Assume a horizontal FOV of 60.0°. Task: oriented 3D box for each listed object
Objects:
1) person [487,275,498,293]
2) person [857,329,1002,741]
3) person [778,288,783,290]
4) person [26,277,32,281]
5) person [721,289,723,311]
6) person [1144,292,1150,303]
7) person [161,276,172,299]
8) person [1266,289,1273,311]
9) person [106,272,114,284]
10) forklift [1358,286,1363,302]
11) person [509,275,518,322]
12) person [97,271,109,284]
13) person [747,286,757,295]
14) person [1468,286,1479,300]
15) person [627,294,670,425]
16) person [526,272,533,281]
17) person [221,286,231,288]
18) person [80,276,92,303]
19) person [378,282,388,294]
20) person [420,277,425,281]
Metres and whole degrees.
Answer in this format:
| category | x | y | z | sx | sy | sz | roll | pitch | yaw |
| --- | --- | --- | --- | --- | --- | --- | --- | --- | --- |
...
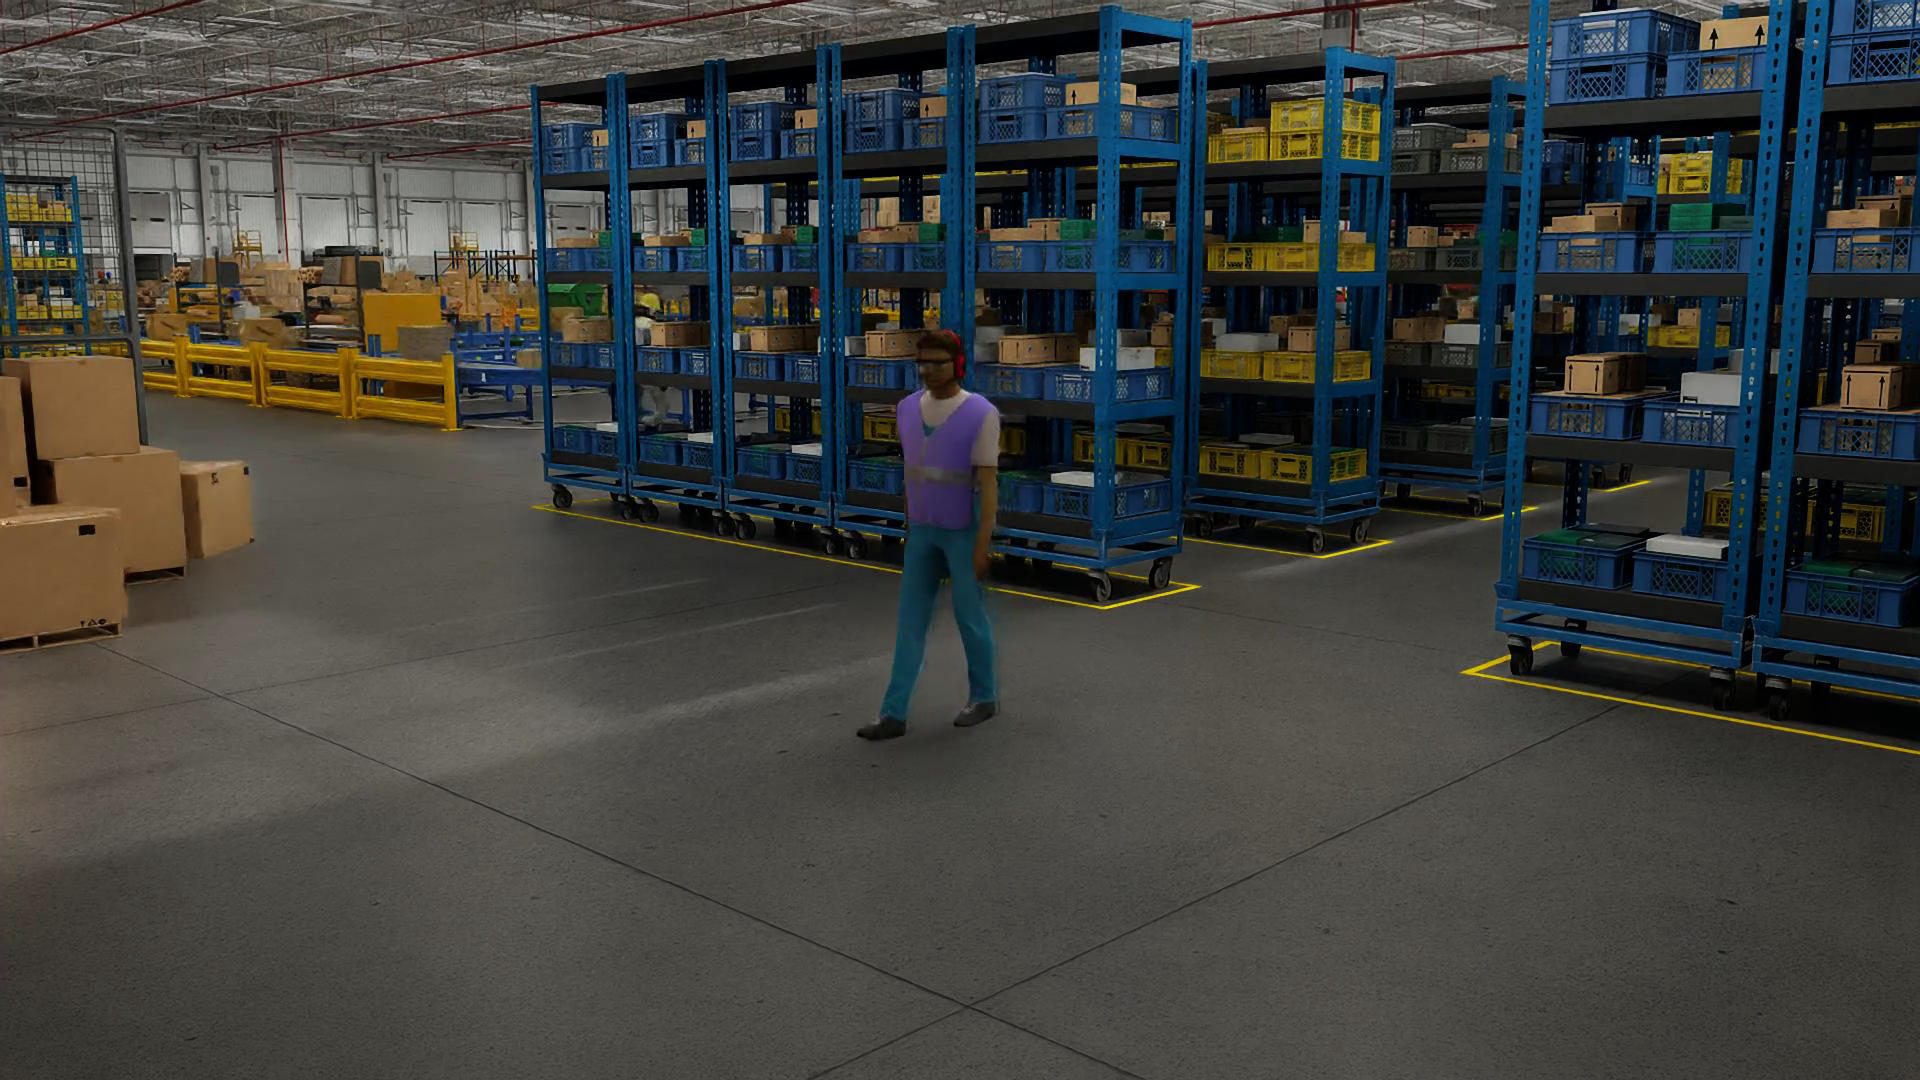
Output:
| category | x | y | z | sx | sy | sz | roll | pitch | yaw |
| --- | --- | --- | --- | --- | --- | --- | --- | --- | --- |
| person | -22.557 | -11.891 | 80.282 | 0.522 | 1.761 | 0.321 | -3 | 10 | -19 |
| person | -0.092 | -0.022 | 7.355 | 0.589 | 1.806 | 0.803 | 7 | 12 | 37 |
| person | -7.668 | -10.461 | 71.825 | 0.869 | 1.659 | 0.531 | 1 | 9 | 5 |
| person | -42.908 | -11.405 | 76.773 | 0.553 | 1.935 | 0.374 | 8 | 12 | 40 |
| person | -7.059 | -6.755 | 49.036 | 0.674 | 1.675 | 0.536 | 9 | 13 | 43 |
| person | 7.036 | -9.023 | 62.889 | 0.318 | 1.697 | 0.535 | 1 | 9 | 3 |
| person | -36.247 | -11.174 | 75.958 | 0.311 | 1.735 | 0.484 | 7 | 12 | 39 |
| person | 9.722 | -7.272 | 51.561 | 0.629 | 1.909 | 0.979 | -3 | 10 | -19 |
| person | -38.256 | -11.095 | 74.822 | 0.404 | 1.945 | 0.615 | 4 | 10 | 22 |
| forklift | 11.100 | -7.017 | 46.970 | 1.873 | 2.768 | 1.129 | 9 | 13 | 43 |
| person | -15.661 | -8.388 | 58.484 | 0.328 | 1.865 | 0.521 | -7 | 11 | -36 |
| person | -33.885 | -9.642 | 65.769 | 0.626 | 1.992 | 0.387 | 5 | 11 | 29 |
| person | -9.140 | -10.855 | 73.381 | 0.542 | 1.938 | 0.358 | -1 | 9 | -6 |
| person | 13.860 | -6.019 | 44.688 | 0.505 | 1.618 | 0.584 | -4 | 10 | -22 |
| person | -3.486 | -1.847 | 18.599 | 0.704 | 1.785 | 0.696 | 6 | 11 | 31 |
| person | -25.134 | -14.715 | 97.219 | 0.546 | 1.890 | 0.996 | 1 | 9 | 8 |
| person | -23.804 | -7.799 | 54.381 | 0.846 | 2.012 | 0.620 | -8 | 12 | -39 |
| person | -29.678 | -8.062 | 56.502 | 0.331 | 1.862 | 0.506 | 2 | 10 | 14 |
| person | -15.616 | -6.098 | 44.896 | 0.877 | 1.719 | 0.529 | 2 | 9 | 11 |
| person | -27.005 | -12.408 | 83.722 | 0.550 | 1.664 | 0.764 | -6 | 11 | -31 |
